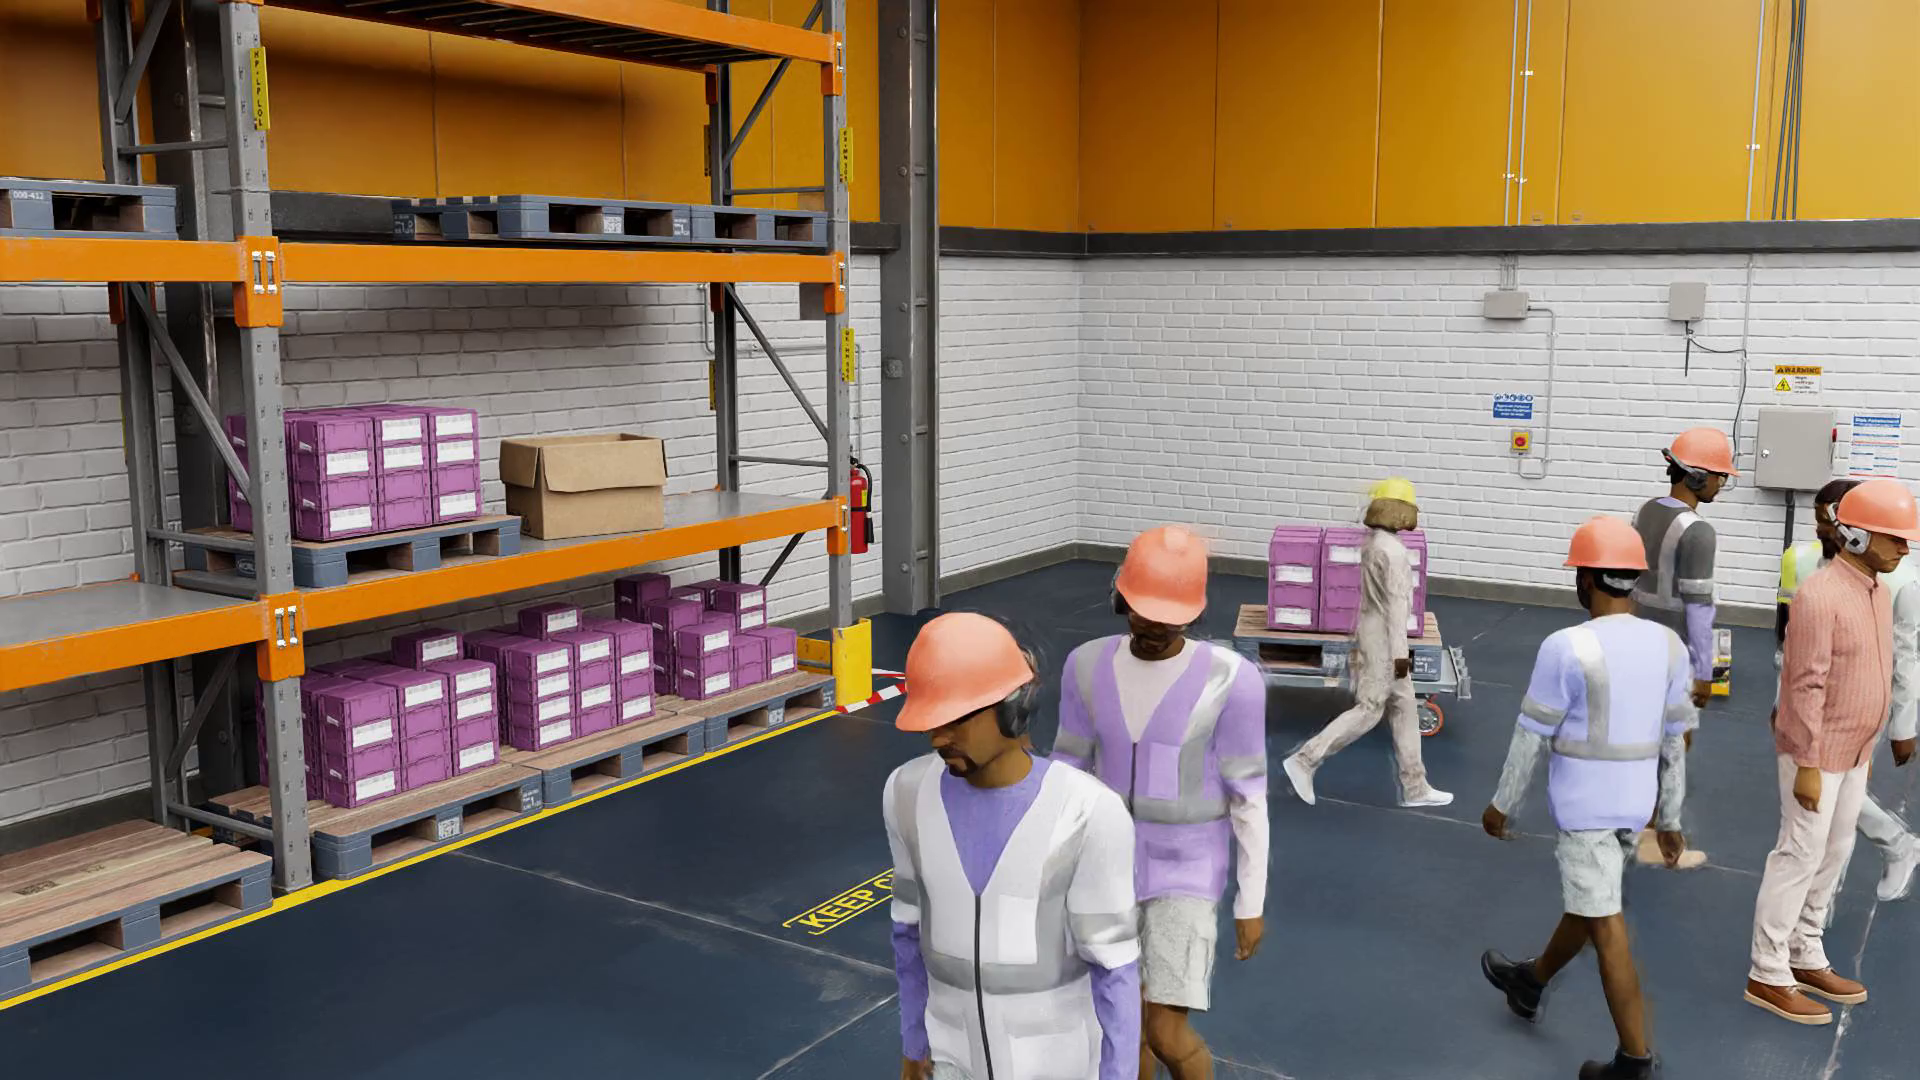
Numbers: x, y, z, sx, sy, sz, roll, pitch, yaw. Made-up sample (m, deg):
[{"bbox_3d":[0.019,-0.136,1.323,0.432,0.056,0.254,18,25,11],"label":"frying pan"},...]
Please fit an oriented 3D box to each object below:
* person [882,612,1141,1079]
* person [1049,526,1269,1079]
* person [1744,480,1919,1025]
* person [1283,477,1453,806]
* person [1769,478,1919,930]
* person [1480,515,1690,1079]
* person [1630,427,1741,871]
[{"bbox_3d":[0.127,1.114,3.702,0.640,1.982,1.039,4,10,23],"label":"person"},{"bbox_3d":[0.511,0.944,4.657,0.665,2.016,0.438,7,11,38],"label":"person"},{"bbox_3d":[3.183,0.761,6.002,0.613,1.976,0.434,-7,11,-38],"label":"person"},{"bbox_3d":[2.092,0.522,8.449,0.819,1.683,0.547,0,9,3],"label":"person"},{"bbox_3d":[3.708,0.672,6.875,0.863,1.884,0.596,-3,9,-17],"label":"person"},{"bbox_3d":[2.050,0.855,5.610,0.551,1.890,0.984,-4,10,-24],"label":"person"},{"bbox_3d":[3.259,0.496,7.552,0.410,2.028,0.623,0,9,-3],"label":"person"}]
